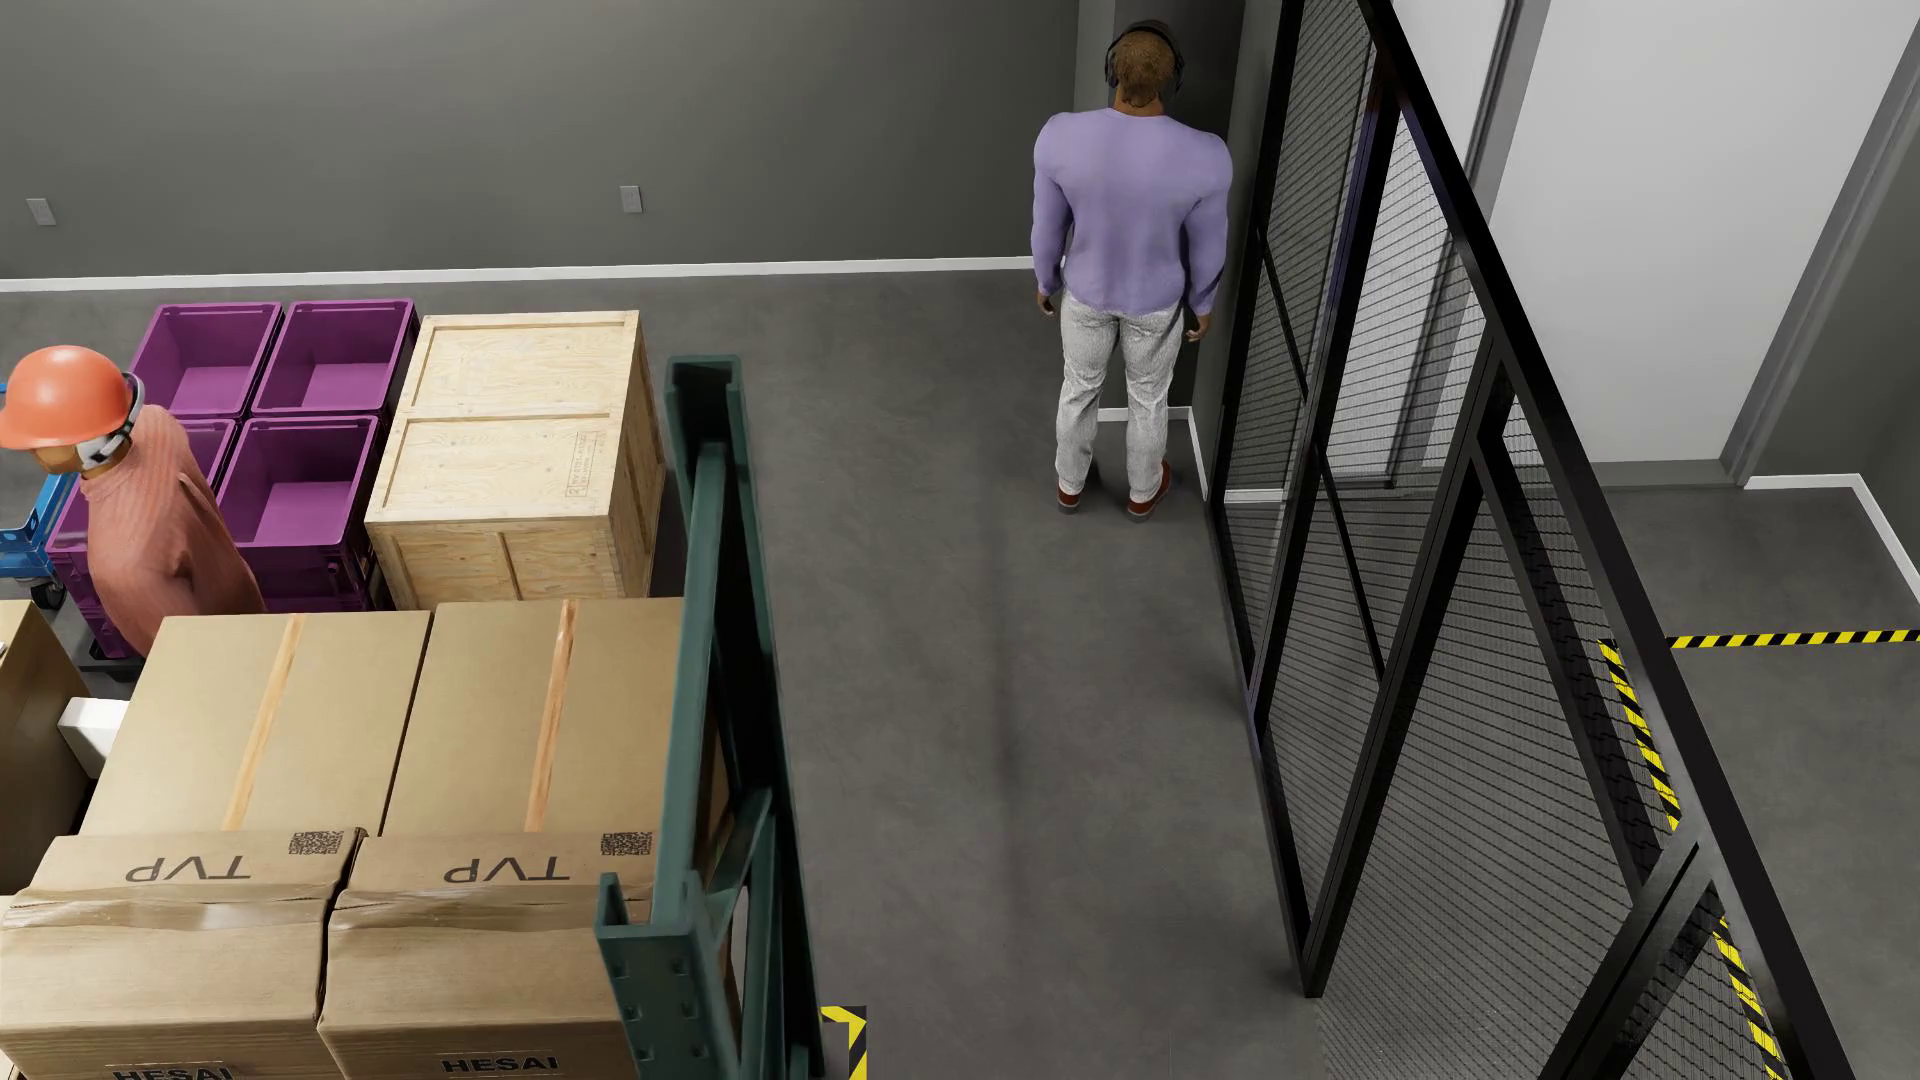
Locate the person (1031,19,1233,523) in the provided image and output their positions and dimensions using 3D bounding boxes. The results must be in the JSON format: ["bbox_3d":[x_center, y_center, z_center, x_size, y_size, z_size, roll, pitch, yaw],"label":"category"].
[{"bbox_3d":[0.550,-0.836,5.554,0.636,1.939,0.362,10,47,9],"label":"person"}]

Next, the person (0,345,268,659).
[{"bbox_3d":[-2.041,0.263,4.466,0.376,1.997,0.610,-11,47,-10],"label":"person"}]
